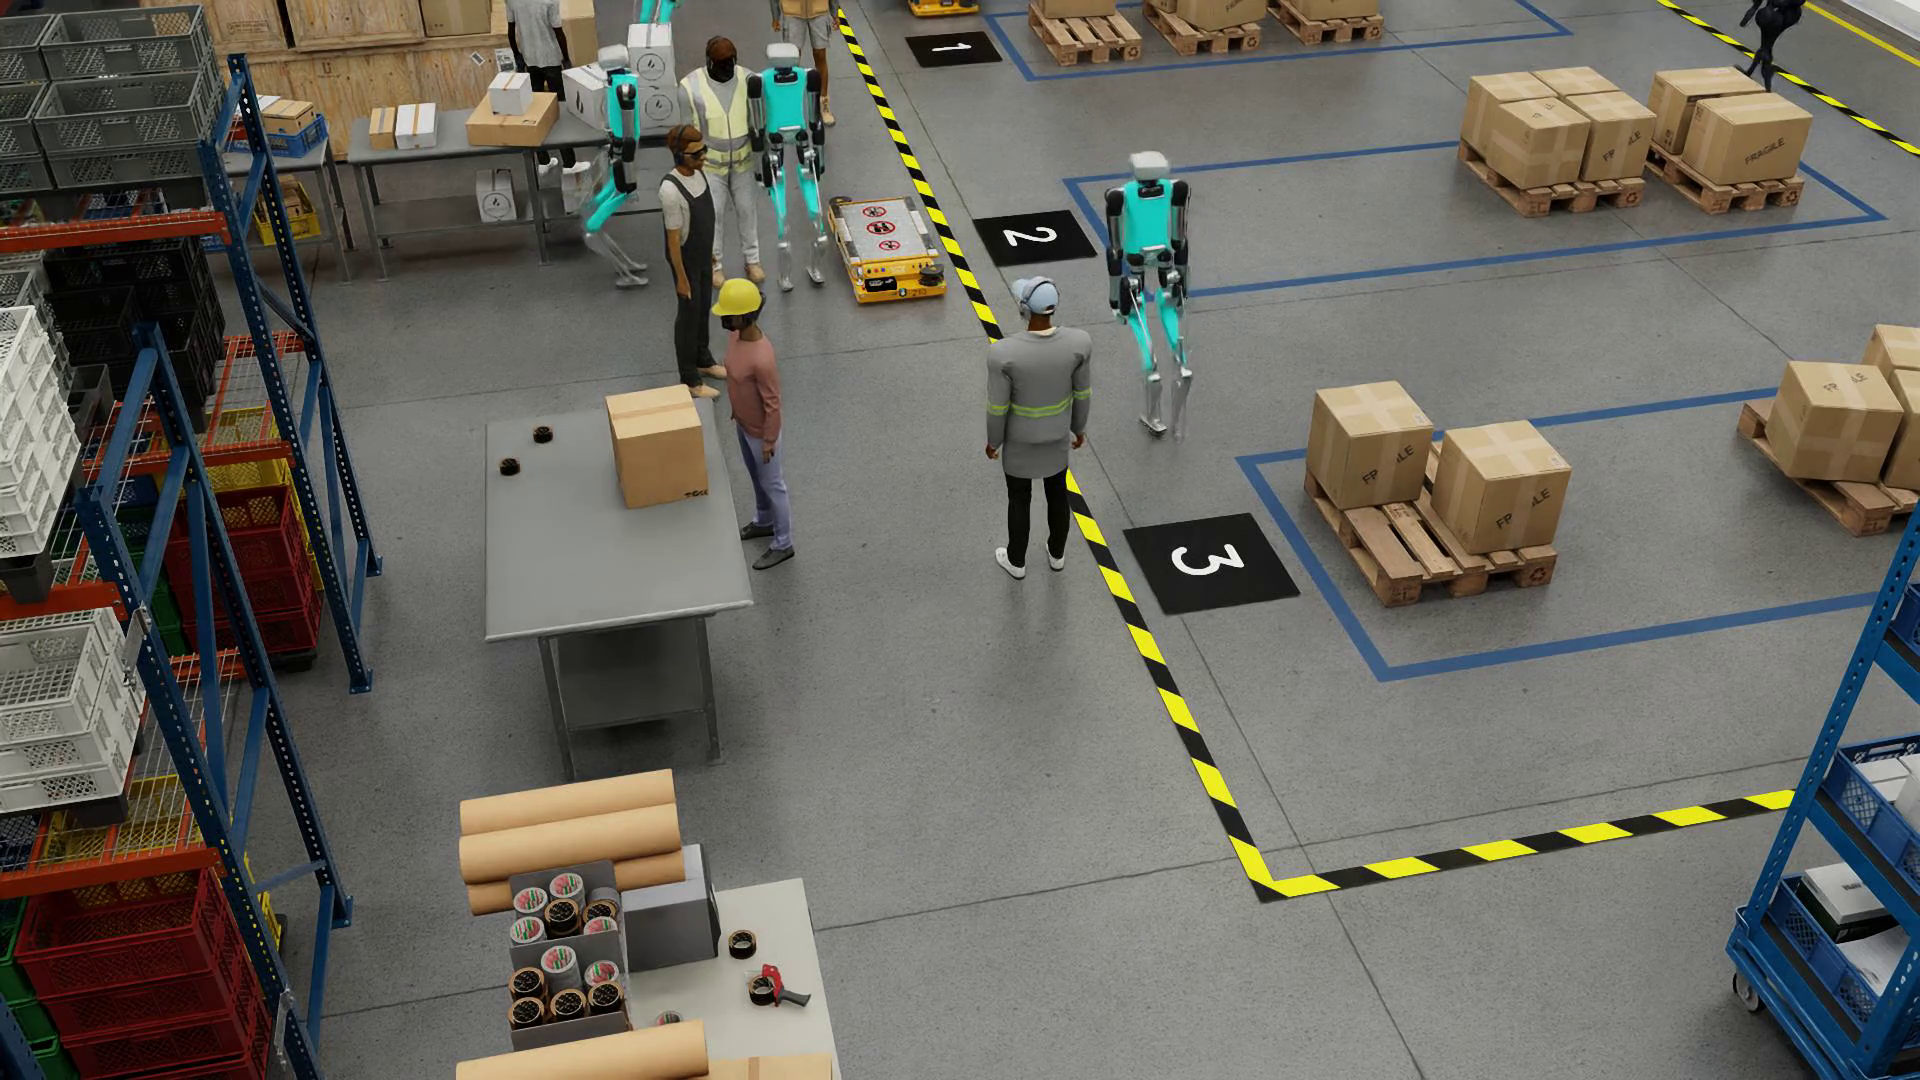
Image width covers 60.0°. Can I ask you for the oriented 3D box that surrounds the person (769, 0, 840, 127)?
[{"bbox_3d":[-1.313,-4.512,14.129,0.610,2.048,0.362,-6,37,-8],"label":"person"}]

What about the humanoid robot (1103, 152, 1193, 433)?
[{"bbox_3d":[1.217,-1.412,10.259,0.543,1.815,0.818,-10,38,-14],"label":"humanoid robot"}]

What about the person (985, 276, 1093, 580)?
[{"bbox_3d":[0.414,-0.603,9.036,0.596,1.852,0.364,-10,38,-13],"label":"person"}]

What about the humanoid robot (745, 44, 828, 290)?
[{"bbox_3d":[-1.156,-2.557,11.709,0.531,1.750,0.664,-11,38,-15],"label":"humanoid robot"}]

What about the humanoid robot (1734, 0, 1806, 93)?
[{"bbox_3d":[7.246,-4.774,14.807,0.587,1.636,0.699,-14,39,-18],"label":"humanoid robot"}]

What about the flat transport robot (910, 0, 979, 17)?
[{"bbox_3d":[-0.281,-5.796,17.321,0.652,0.197,1.431,-8,37,-10],"label":"flat transport robot"}]

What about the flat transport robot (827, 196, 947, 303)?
[{"bbox_3d":[-0.570,-2.220,12.538,0.659,0.231,1.431,-8,37,-10],"label":"flat transport robot"}]

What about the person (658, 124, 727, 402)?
[{"bbox_3d":[-1.697,-1.775,10.618,0.333,1.844,0.507,9,38,12],"label":"person"}]

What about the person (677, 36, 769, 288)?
[{"bbox_3d":[-1.657,-2.697,11.872,0.634,1.833,0.429,-12,38,-15],"label":"person"}]

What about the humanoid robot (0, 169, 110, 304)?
[{"bbox_3d":[-5.923,-2.009,11.064,1.034,1.761,0.540,8,37,11],"label":"humanoid robot"}]

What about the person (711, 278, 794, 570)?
[{"bbox_3d":[-1.145,-0.640,9.158,0.314,1.767,0.534,-17,40,-21],"label":"person"}]

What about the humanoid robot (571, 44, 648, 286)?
[{"bbox_3d":[-2.536,-2.610,11.781,0.668,1.741,0.533,-10,38,-13],"label":"humanoid robot"}]

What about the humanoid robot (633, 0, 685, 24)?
[{"bbox_3d":[-2.832,-4.882,14.939,0.531,1.807,0.792,19,41,24],"label":"humanoid robot"}]

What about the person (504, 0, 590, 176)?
[{"bbox_3d":[-3.340,-3.832,13.363,0.528,1.869,0.312,11,38,15],"label":"person"}]
